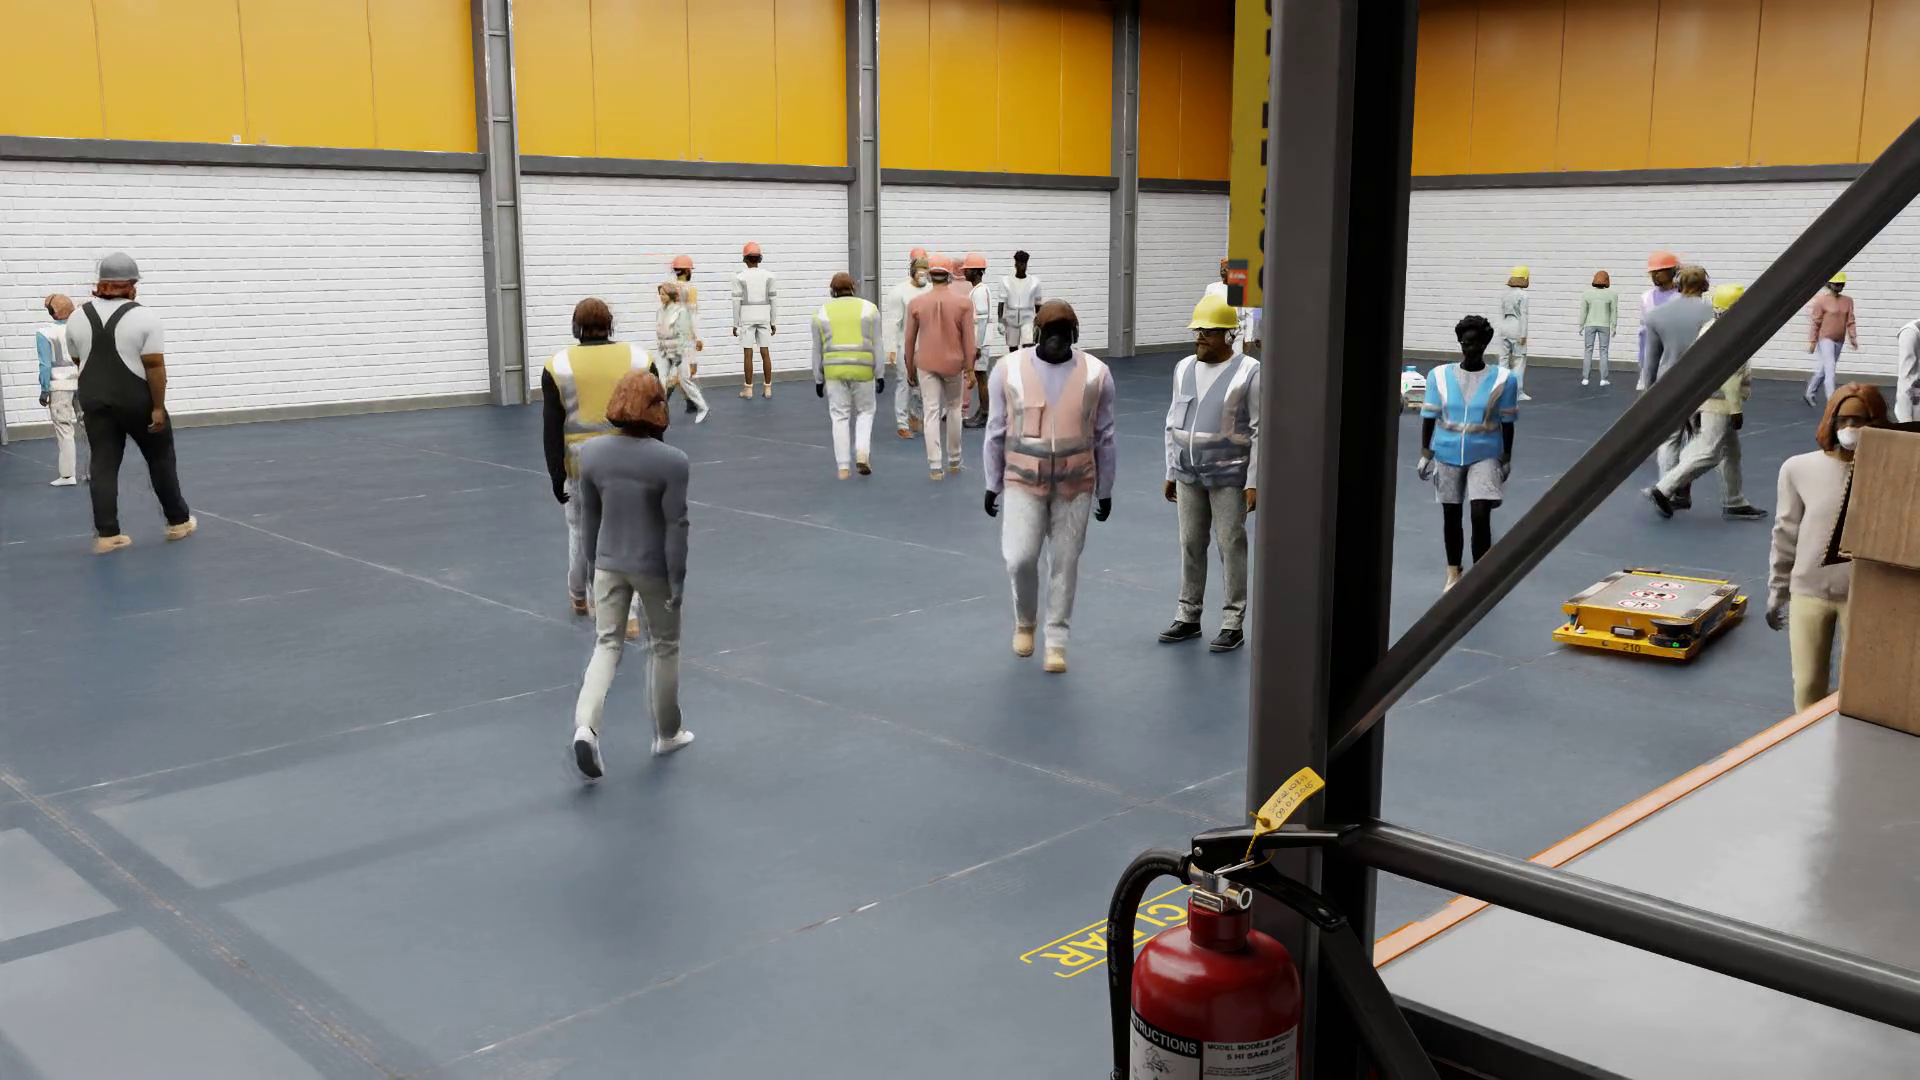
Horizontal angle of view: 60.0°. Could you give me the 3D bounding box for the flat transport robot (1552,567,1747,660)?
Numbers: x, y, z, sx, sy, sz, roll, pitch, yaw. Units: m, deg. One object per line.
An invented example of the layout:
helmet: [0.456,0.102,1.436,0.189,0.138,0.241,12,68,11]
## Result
flat transport robot: [3.735,0.373,8.942,0.652,0.197,1.431,7,13,35]

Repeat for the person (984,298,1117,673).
person: [0.445,-0.264,8.161,0.656,1.829,0.429,0,10,-1]

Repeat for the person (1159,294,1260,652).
person: [1.297,-0.344,8.585,0.600,1.831,0.404,9,14,41]

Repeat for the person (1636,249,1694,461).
person: [6.624,-1.711,15.588,0.927,2.014,0.653,-6,12,-31]

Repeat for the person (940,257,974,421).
person: [-0.021,-2.278,18.988,0.630,1.886,0.429,-1,10,-7]

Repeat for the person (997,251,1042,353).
person: [0.806,-2.959,22.615,0.612,1.911,0.994,1,10,4]

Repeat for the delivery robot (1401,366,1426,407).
delivery robot: [5.424,-1.846,20.006,0.477,0.478,0.707,0,10,-1]

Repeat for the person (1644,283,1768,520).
person: [5.609,-1.017,12.369,0.852,1.794,0.595,3,11,14]

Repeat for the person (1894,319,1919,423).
person: [6.322,-0.791,10.888,0.583,1.882,0.350,-7,13,-34]

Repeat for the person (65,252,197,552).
person: [-5.716,-0.979,11.481,0.694,2.000,0.927,0,10,1]

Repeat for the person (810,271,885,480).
person: [-0.981,-1.436,14.580,0.640,1.817,0.438,0,10,0]

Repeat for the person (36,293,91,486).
person: [-7.611,-1.277,14.200,0.306,1.640,0.522,5,11,25]

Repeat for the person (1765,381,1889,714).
person: [3.252,0.218,6.123,0.499,1.622,0.453,9,14,40]

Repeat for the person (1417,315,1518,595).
person: [2.916,-0.454,9.630,0.538,1.676,0.665,5,12,27]

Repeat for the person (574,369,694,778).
person: [-1.313,0.132,6.600,0.498,1.611,0.727,3,11,14]

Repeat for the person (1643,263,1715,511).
person: [5.558,-1.155,12.767,0.648,1.920,0.495,8,13,37]

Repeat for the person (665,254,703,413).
person: [-3.347,-2.446,19.817,0.737,1.915,0.549,-10,14,-44]

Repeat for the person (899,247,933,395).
person: [-0.524,-2.941,22.359,0.635,1.975,0.518,1,10,6]

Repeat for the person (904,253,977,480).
person: [-0.171,-1.549,14.790,0.647,1.960,0.905,0,10,1]

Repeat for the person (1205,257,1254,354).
person: [3.133,-2.365,19.470,0.578,1.882,0.346,3,11,18]

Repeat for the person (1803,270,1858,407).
person: [10.654,-2.460,20.390,0.521,1.729,0.875,-3,11,-14]

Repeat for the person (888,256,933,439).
person: [-0.469,-2.010,17.448,0.690,1.912,0.436,-5,11,-25]

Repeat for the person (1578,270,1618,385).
person: [9.094,-3.021,23.724,0.523,1.632,0.283,5,11,24]

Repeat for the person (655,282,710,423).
person: [-3.197,-2.090,18.699,0.510,1.610,0.794,8,13,36]

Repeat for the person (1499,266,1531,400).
person: [7.220,-2.690,21.625,0.364,1.738,0.500,-5,11,-24]

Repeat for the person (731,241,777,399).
person: [-2.697,-2.871,21.783,0.608,2.048,0.365,-5,11,-23]

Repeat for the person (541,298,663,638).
person: [-1.939,-0.412,9.072,0.646,1.792,0.960,-3,11,-15]

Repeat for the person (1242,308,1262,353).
person: [4.350,-3.326,24.674,0.546,1.910,0.909,8,13,37]

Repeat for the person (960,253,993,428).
person: [0.182,-2.208,18.464,0.375,1.939,0.546,0,10,1]
